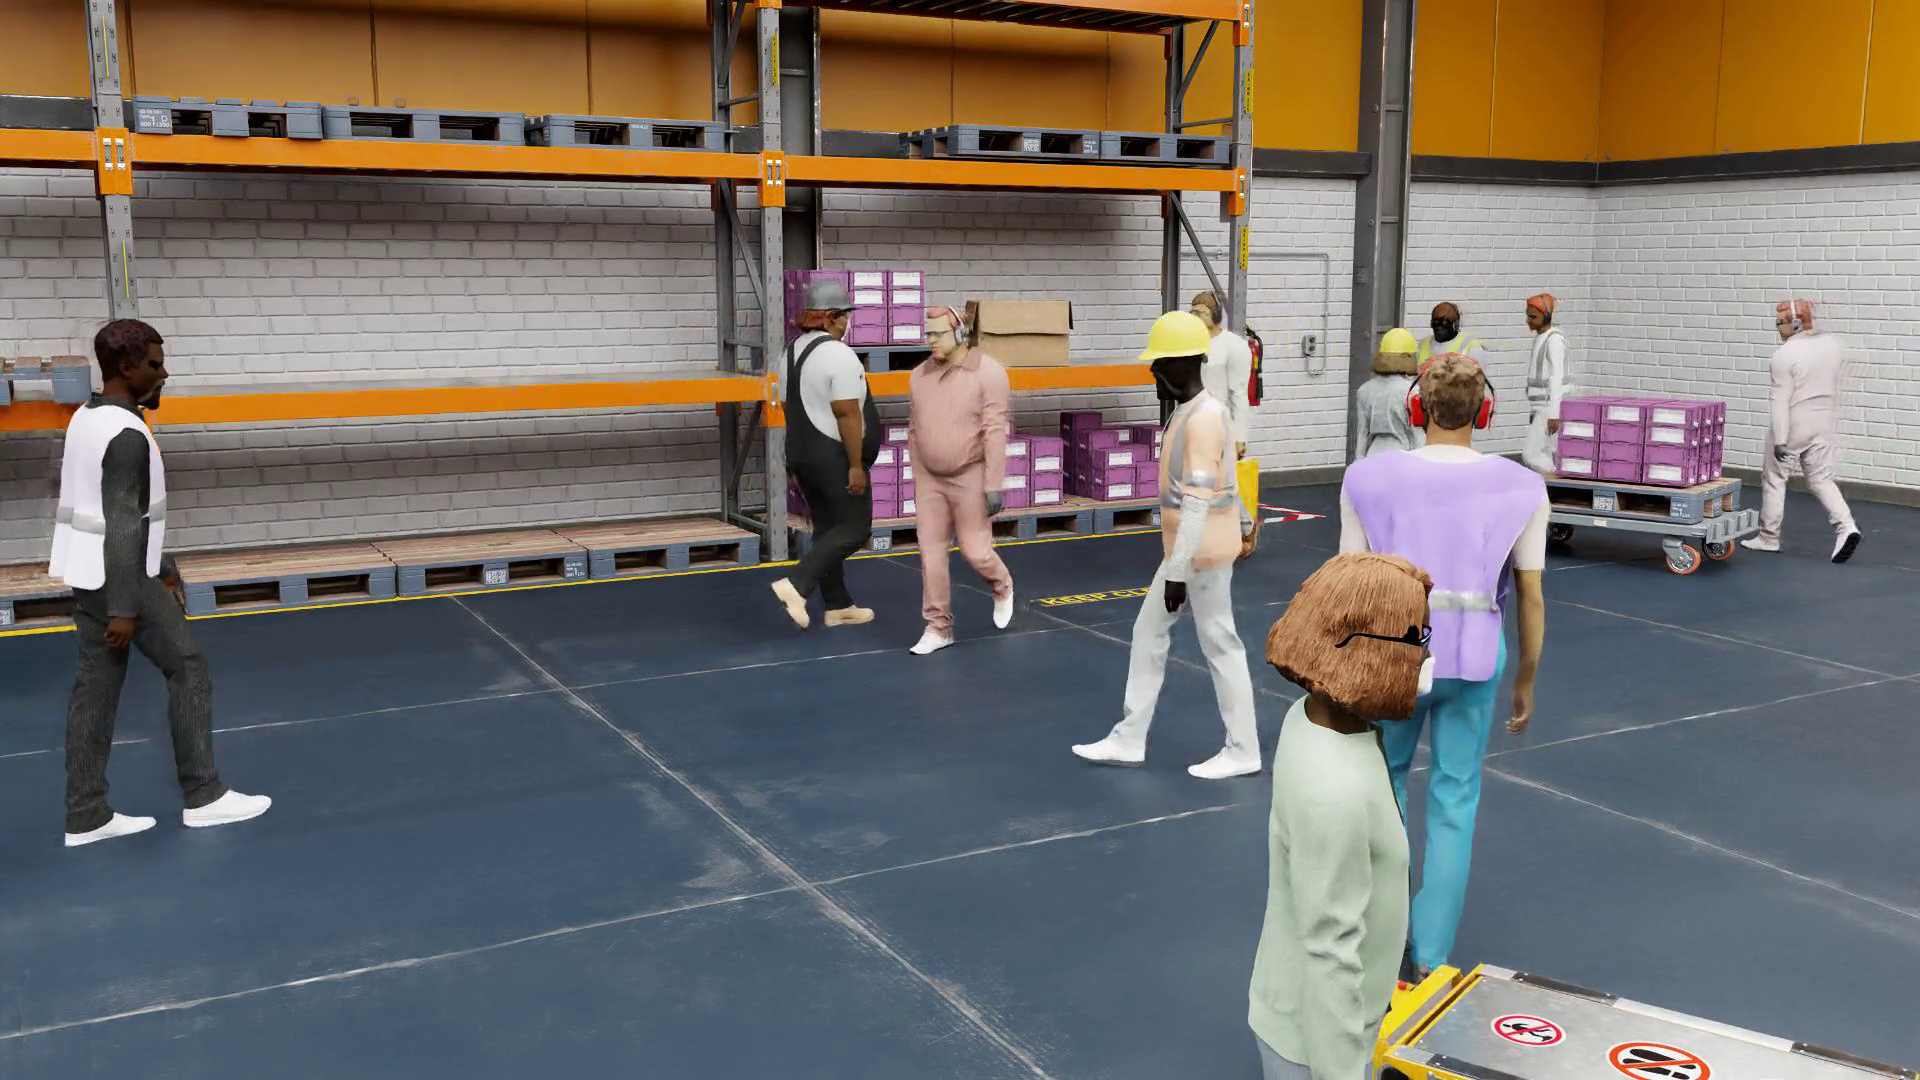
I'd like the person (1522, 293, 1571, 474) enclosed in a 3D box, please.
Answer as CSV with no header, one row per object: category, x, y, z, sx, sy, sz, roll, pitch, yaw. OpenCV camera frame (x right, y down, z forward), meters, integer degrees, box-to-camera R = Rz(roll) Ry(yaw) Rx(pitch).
person,4.718,-1.040,13.348,0.461,1.865,0.669,1,9,7

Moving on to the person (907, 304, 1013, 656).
person,0.007,-0.339,9.036,0.639,1.878,0.729,5,11,30

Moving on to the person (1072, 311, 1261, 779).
person,0.833,0.042,6.665,0.889,1.886,0.604,0,9,-1

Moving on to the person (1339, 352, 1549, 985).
person,1.360,0.379,4.791,0.605,1.828,0.489,2,10,13

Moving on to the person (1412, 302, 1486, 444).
person,3.619,-0.888,12.608,0.616,1.812,0.620,-9,13,-43

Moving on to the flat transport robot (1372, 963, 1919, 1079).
flat transport robot,1.551,1.303,3.917,1.431,0.197,0.652,7,12,36

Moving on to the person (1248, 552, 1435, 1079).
person,0.611,0.821,2.736,0.272,1.629,0.499,2,9,11

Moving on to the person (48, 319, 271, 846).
person,-2.940,0.148,6.073,0.820,1.884,0.590,-9,13,-44

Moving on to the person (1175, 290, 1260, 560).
person,1.739,-0.738,11.349,0.675,1.918,0.639,-8,12,-39

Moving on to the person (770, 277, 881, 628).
person,-0.770,-0.481,9.408,0.678,2.000,0.697,-6,11,-32

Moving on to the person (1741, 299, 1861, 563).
person,6.000,-0.780,11.789,0.638,1.856,0.908,-3,10,-16

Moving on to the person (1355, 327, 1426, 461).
person,2.558,-0.412,9.973,0.706,1.728,0.497,-7,12,-36
